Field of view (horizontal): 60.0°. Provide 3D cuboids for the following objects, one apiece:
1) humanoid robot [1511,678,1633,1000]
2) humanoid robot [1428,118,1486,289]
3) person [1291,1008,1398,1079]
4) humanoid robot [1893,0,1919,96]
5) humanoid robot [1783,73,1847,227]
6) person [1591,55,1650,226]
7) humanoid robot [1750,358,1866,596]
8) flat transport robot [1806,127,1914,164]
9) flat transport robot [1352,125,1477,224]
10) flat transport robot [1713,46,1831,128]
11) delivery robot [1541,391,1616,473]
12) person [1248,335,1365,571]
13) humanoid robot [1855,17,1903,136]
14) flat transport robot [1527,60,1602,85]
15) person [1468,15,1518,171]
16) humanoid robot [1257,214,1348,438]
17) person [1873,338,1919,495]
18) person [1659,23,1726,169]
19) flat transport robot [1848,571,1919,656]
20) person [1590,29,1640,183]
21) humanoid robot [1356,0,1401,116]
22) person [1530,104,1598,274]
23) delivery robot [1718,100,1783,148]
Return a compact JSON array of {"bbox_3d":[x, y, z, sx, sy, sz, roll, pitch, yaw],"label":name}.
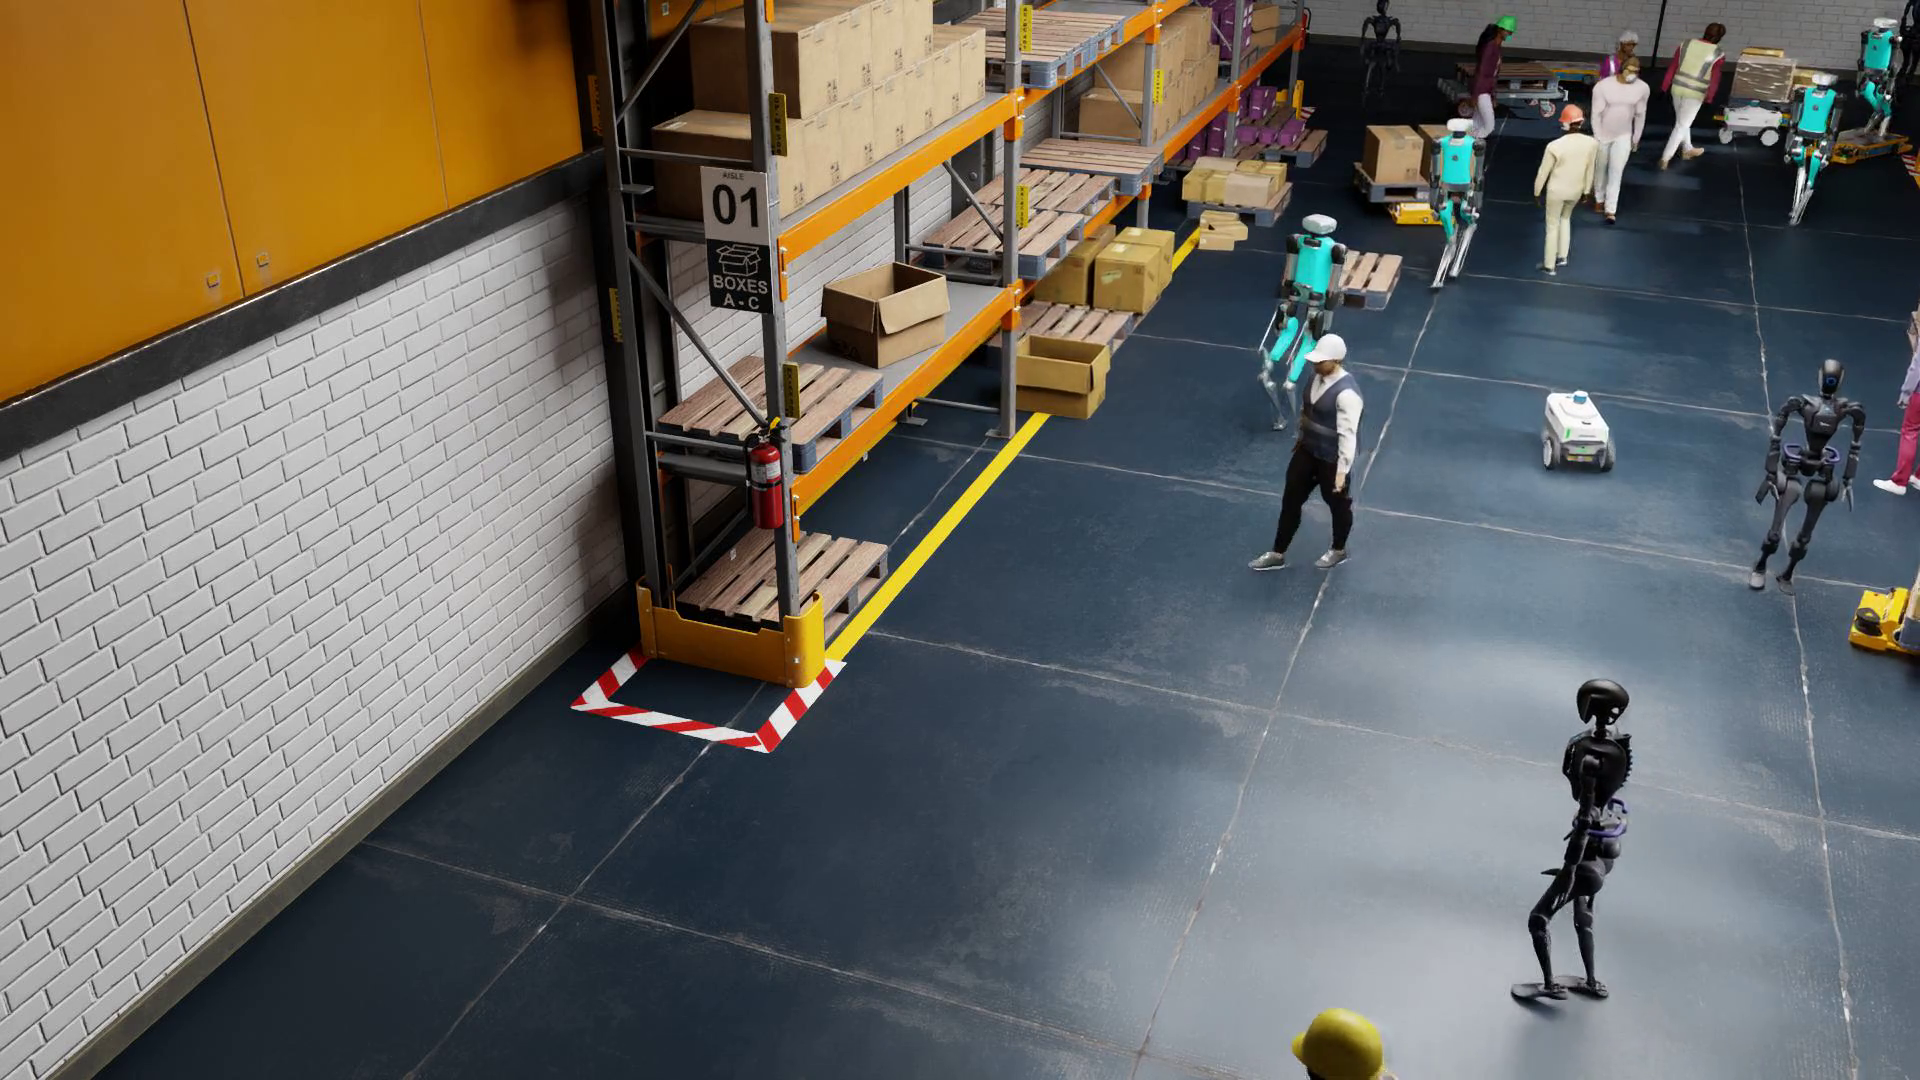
[{"bbox_3d":[2.866,1.385,7.538,0.412,1.634,0.604,14,30,25],"label":"humanoid robot"},{"bbox_3d":[5.003,-3.393,16.729,0.571,1.770,0.914,15,31,26],"label":"humanoid robot"},{"bbox_3d":[1.245,2.318,5.472,0.777,1.902,0.596,20,34,34],"label":"person"},{"bbox_3d":[14.182,-7.427,24.611,0.410,1.646,0.614,-12,30,-23],"label":"humanoid robot"},{"bbox_3d":[9.552,-4.375,18.630,0.540,1.748,0.935,21,34,35],"label":"humanoid robot"},{"bbox_3d":[7.388,-4.529,18.785,0.621,1.863,1.057,7,28,14],"label":"person"},{"bbox_3d":[5.621,-0.409,11.003,0.590,1.656,0.336,7,28,13],"label":"humanoid robot"},{"bbox_3d":[11.753,-5.163,21.765,1.431,0.231,0.659,-15,31,-27],"label":"flat transport robot"},{"bbox_3d":[5.274,-3.981,19.472,0.659,0.231,1.431,0,27,0],"label":"flat transport robot"},{"bbox_3d":[11.366,-5.942,23.277,1.431,0.231,0.659,15,31,27],"label":"flat transport robot"},{"bbox_3d":[4.862,-0.884,13.143,0.499,0.585,0.784,2,27,4],"label":"delivery robot"},{"bbox_3d":[2.388,-0.540,11.201,0.832,1.723,0.757,-15,31,-26],"label":"person"},{"bbox_3d":[11.943,-5.875,21.545,0.768,1.767,0.548,-13,30,-24],"label":"humanoid robot"},{"bbox_3d":[9.402,-7.262,25.836,1.431,0.231,0.659,7,28,13],"label":"flat transport robot"},{"bbox_3d":[6.566,-5.560,20.746,0.523,1.909,0.557,15,31,27],"label":"person"},{"bbox_3d":[2.674,-1.681,13.450,0.533,1.792,0.813,23,35,37],"label":"humanoid robot"},{"bbox_3d":[7.238,-1.106,12.408,0.508,1.622,0.300,-9,28,-16],"label":"person"},{"bbox_3d":[9.246,-5.622,21.012,0.836,1.790,0.665,-15,31,-27],"label":"person"},{"bbox_3d":[6.470,0.634,10.521,1.431,0.231,0.659,17,32,29],"label":"flat transport robot"},{"bbox_3d":[8.025,-5.371,20.465,0.526,1.825,0.640,-3,27,-5],"label":"person"},{"bbox_3d":[5.891,-6.768,23.358,0.612,1.642,0.589,11,29,20],"label":"humanoid robot"},{"bbox_3d":[6.185,-3.611,17.139,0.594,1.738,0.415,-5,28,-10],"label":"person"},{"bbox_3d":[10.602,-5.562,22.249,0.811,0.614,0.499,8,28,15],"label":"delivery robot"}]
